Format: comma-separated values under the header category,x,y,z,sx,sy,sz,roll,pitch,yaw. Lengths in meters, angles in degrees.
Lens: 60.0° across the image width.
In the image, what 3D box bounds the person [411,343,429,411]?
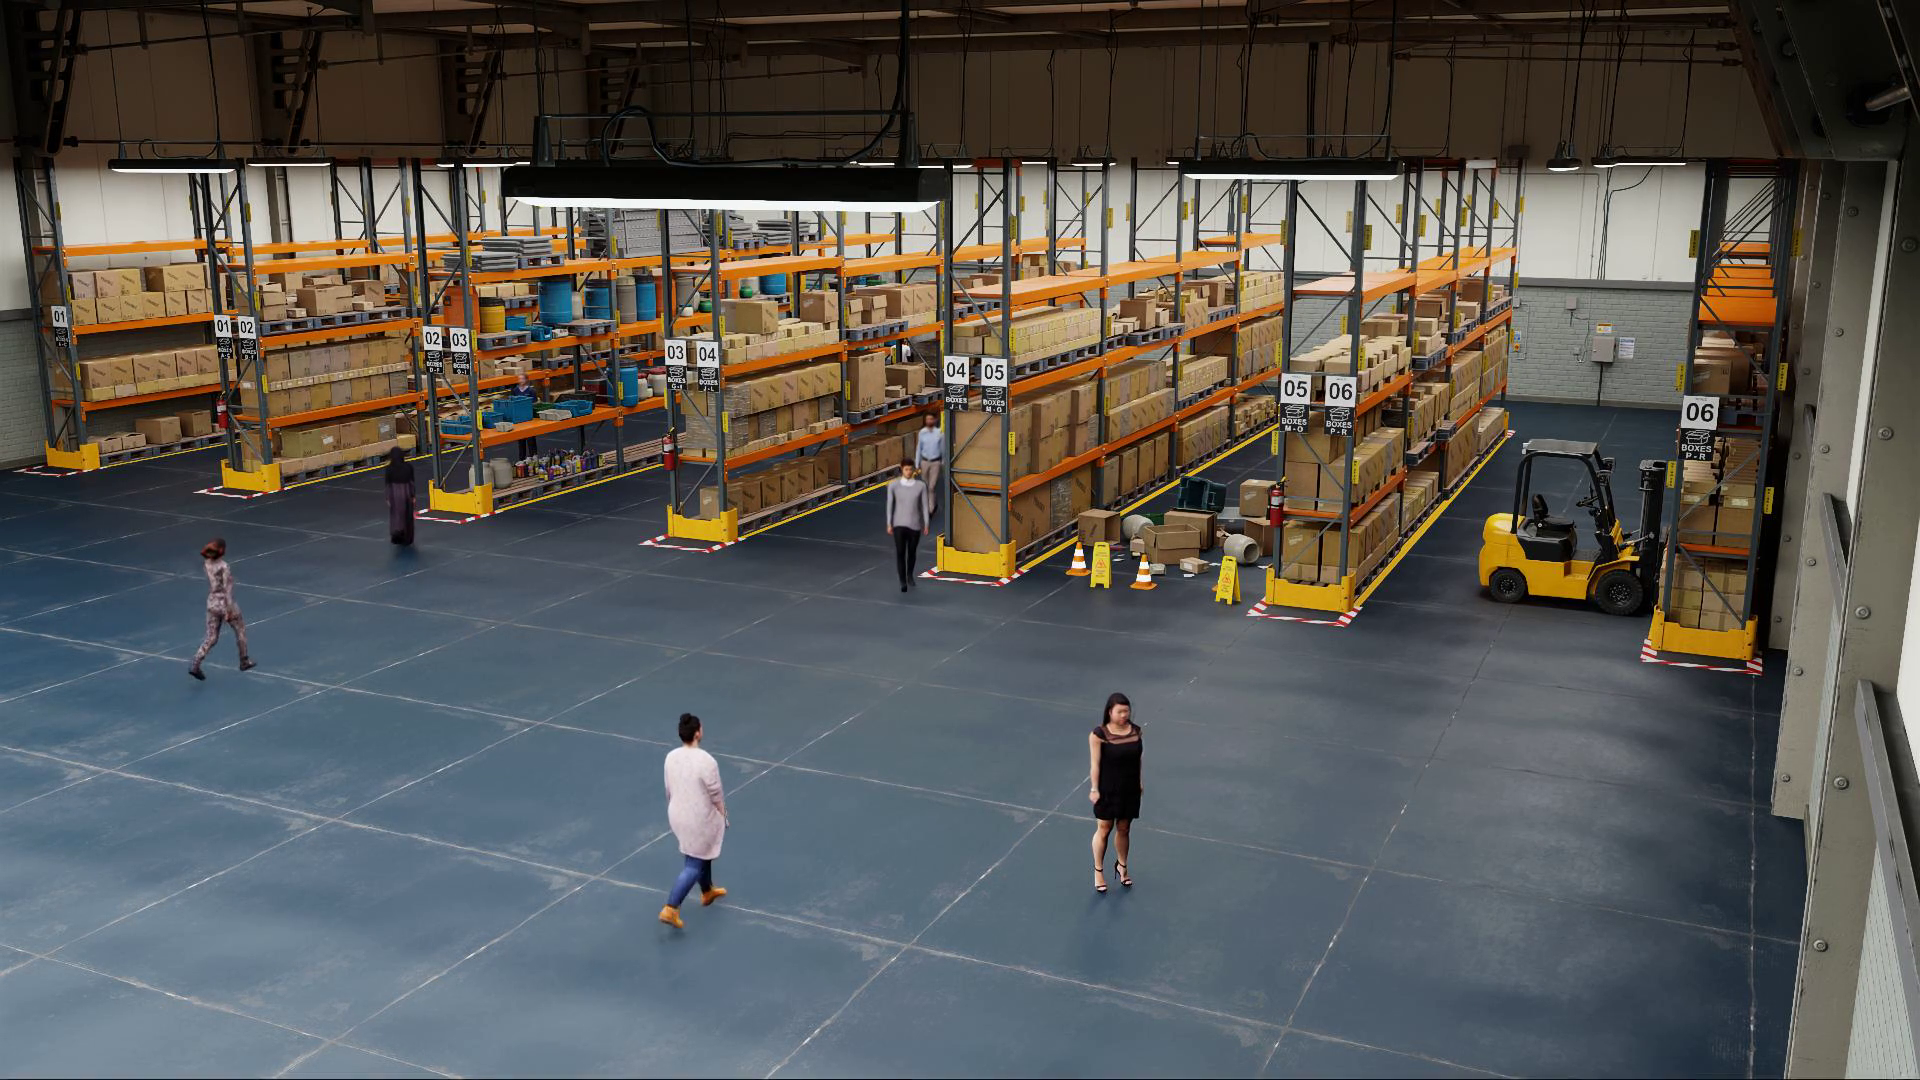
category,x,y,z,sx,sy,sz,roll,pitch,yaw
person,-12.659,-3.754,39.050,0.623,1.770,0.555,4,14,18

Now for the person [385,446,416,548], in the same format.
category,x,y,z,sx,sy,sz,roll,pitch,yaw
person,-8.783,-0.671,26.103,0.865,1.607,0.940,-4,14,-16

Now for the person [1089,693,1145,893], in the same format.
category,x,y,z,sx,sy,sz,roll,pitch,yaw
person,1.299,2.094,13.912,0.739,1.718,0.813,-6,14,-24

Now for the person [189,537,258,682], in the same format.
category,x,y,z,sx,sy,sz,roll,pitch,yaw
person,-8.701,0.837,19.429,0.590,1.678,1.152,6,14,25

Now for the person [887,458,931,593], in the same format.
category,x,y,z,sx,sy,sz,roll,pitch,yaw
person,-0.751,-0.214,23.562,1.176,1.861,1.353,-2,13,-8

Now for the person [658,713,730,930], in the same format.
category,x,y,z,sx,sy,sz,roll,pitch,yaw
person,-2.164,2.252,13.249,0.856,1.709,1.170,10,17,38

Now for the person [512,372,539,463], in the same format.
category,x,y,z,sx,sy,sz,roll,pitch,yaw
person,-8.632,-2.402,32.989,0.707,1.872,0.616,3,13,12

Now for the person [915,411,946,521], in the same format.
category,x,y,z,sx,sy,sz,roll,pitch,yaw
person,-0.480,-1.276,28.238,0.838,1.821,1.269,3,13,12
